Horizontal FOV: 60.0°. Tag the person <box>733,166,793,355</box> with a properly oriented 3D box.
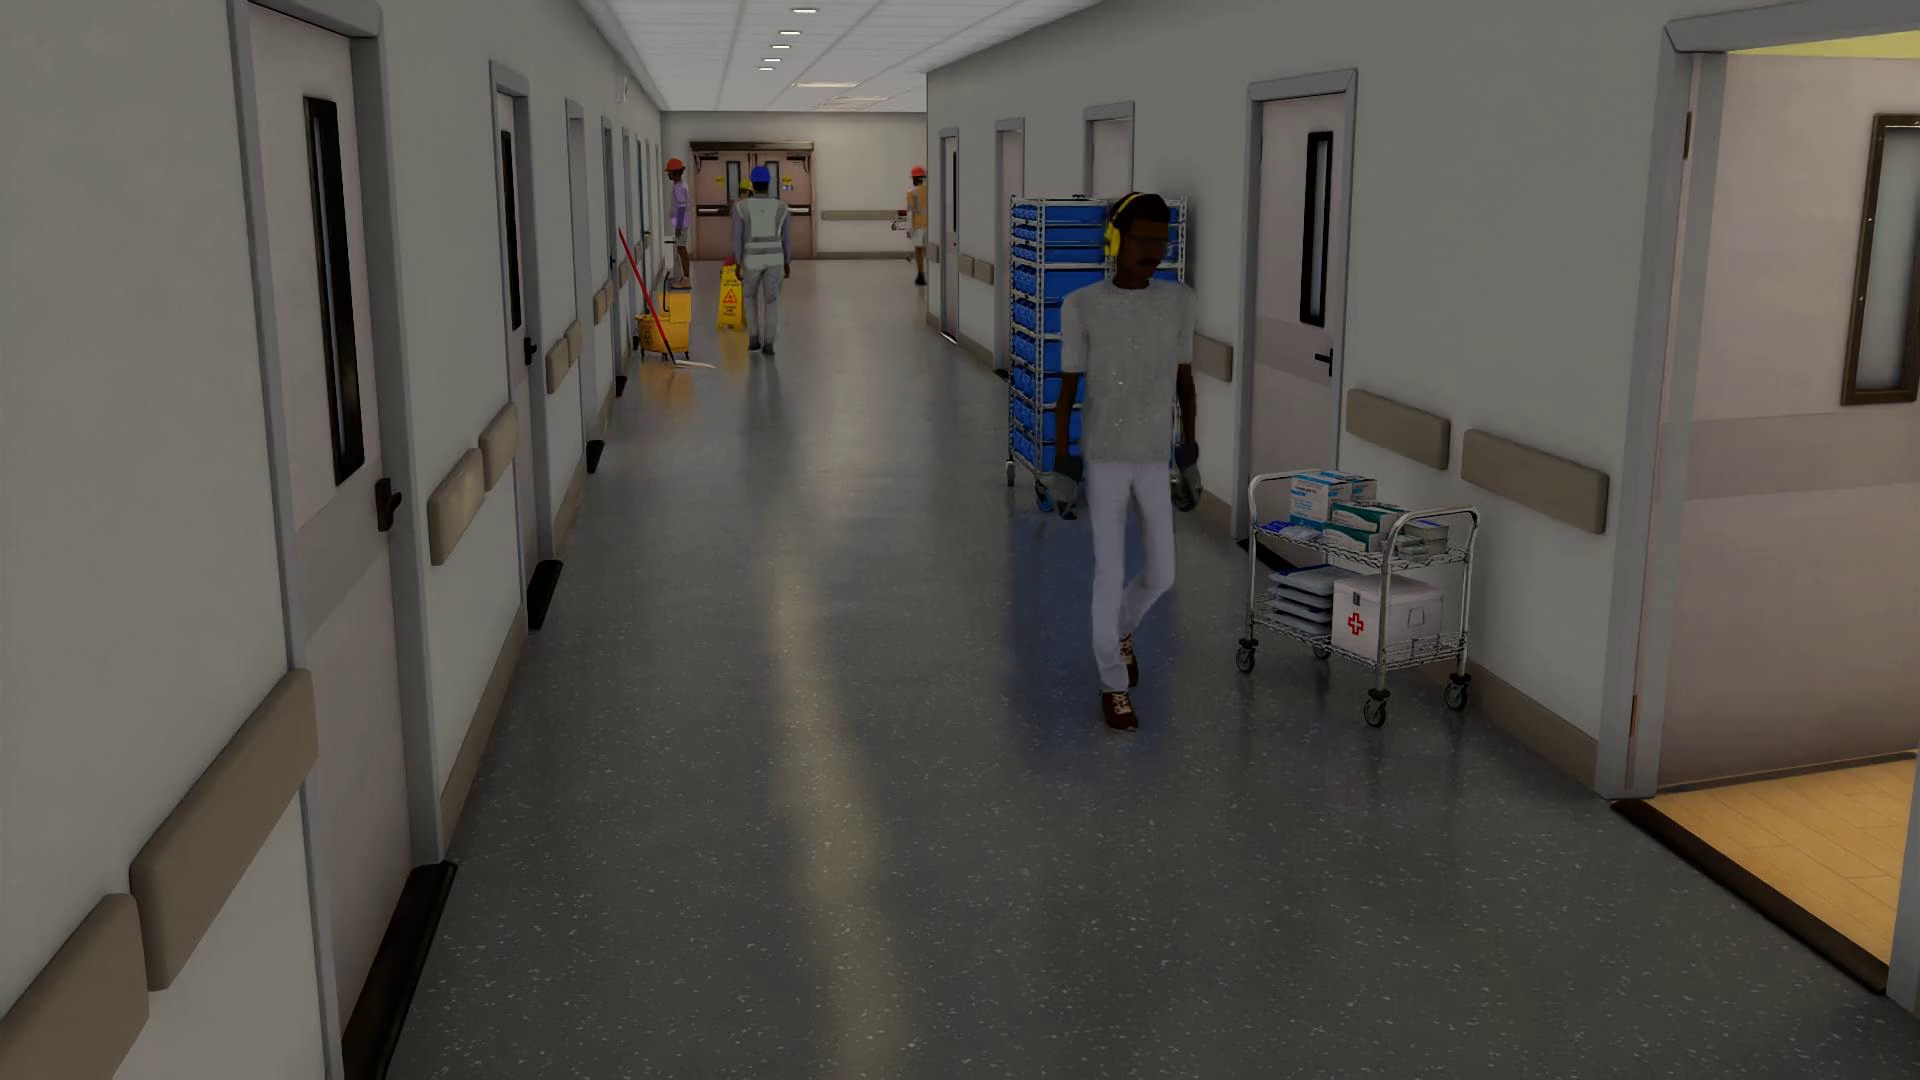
[{"bbox_3d":[-2.050,-2.897,17.260,0.639,1.922,0.558,-3,13,-13],"label":"person"}]

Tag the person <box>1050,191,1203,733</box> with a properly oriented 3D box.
[{"bbox_3d":[0.570,-0.278,5.809,0.562,1.848,0.490,-3,13,-13],"label":"person"}]

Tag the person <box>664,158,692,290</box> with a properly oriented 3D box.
[{"bbox_3d":[-4.453,-4.977,26.247,0.390,2.041,0.614,-1,13,-7],"label":"person"}]

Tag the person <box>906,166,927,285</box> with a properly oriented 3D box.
[{"bbox_3d":[-0.633,-5.152,27.276,0.594,1.928,0.460,-8,15,-31],"label":"person"}]

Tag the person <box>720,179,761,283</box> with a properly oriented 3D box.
[{"bbox_3d":[-3.709,-5.162,27.790,0.809,1.718,0.533,6,14,26],"label":"person"}]
